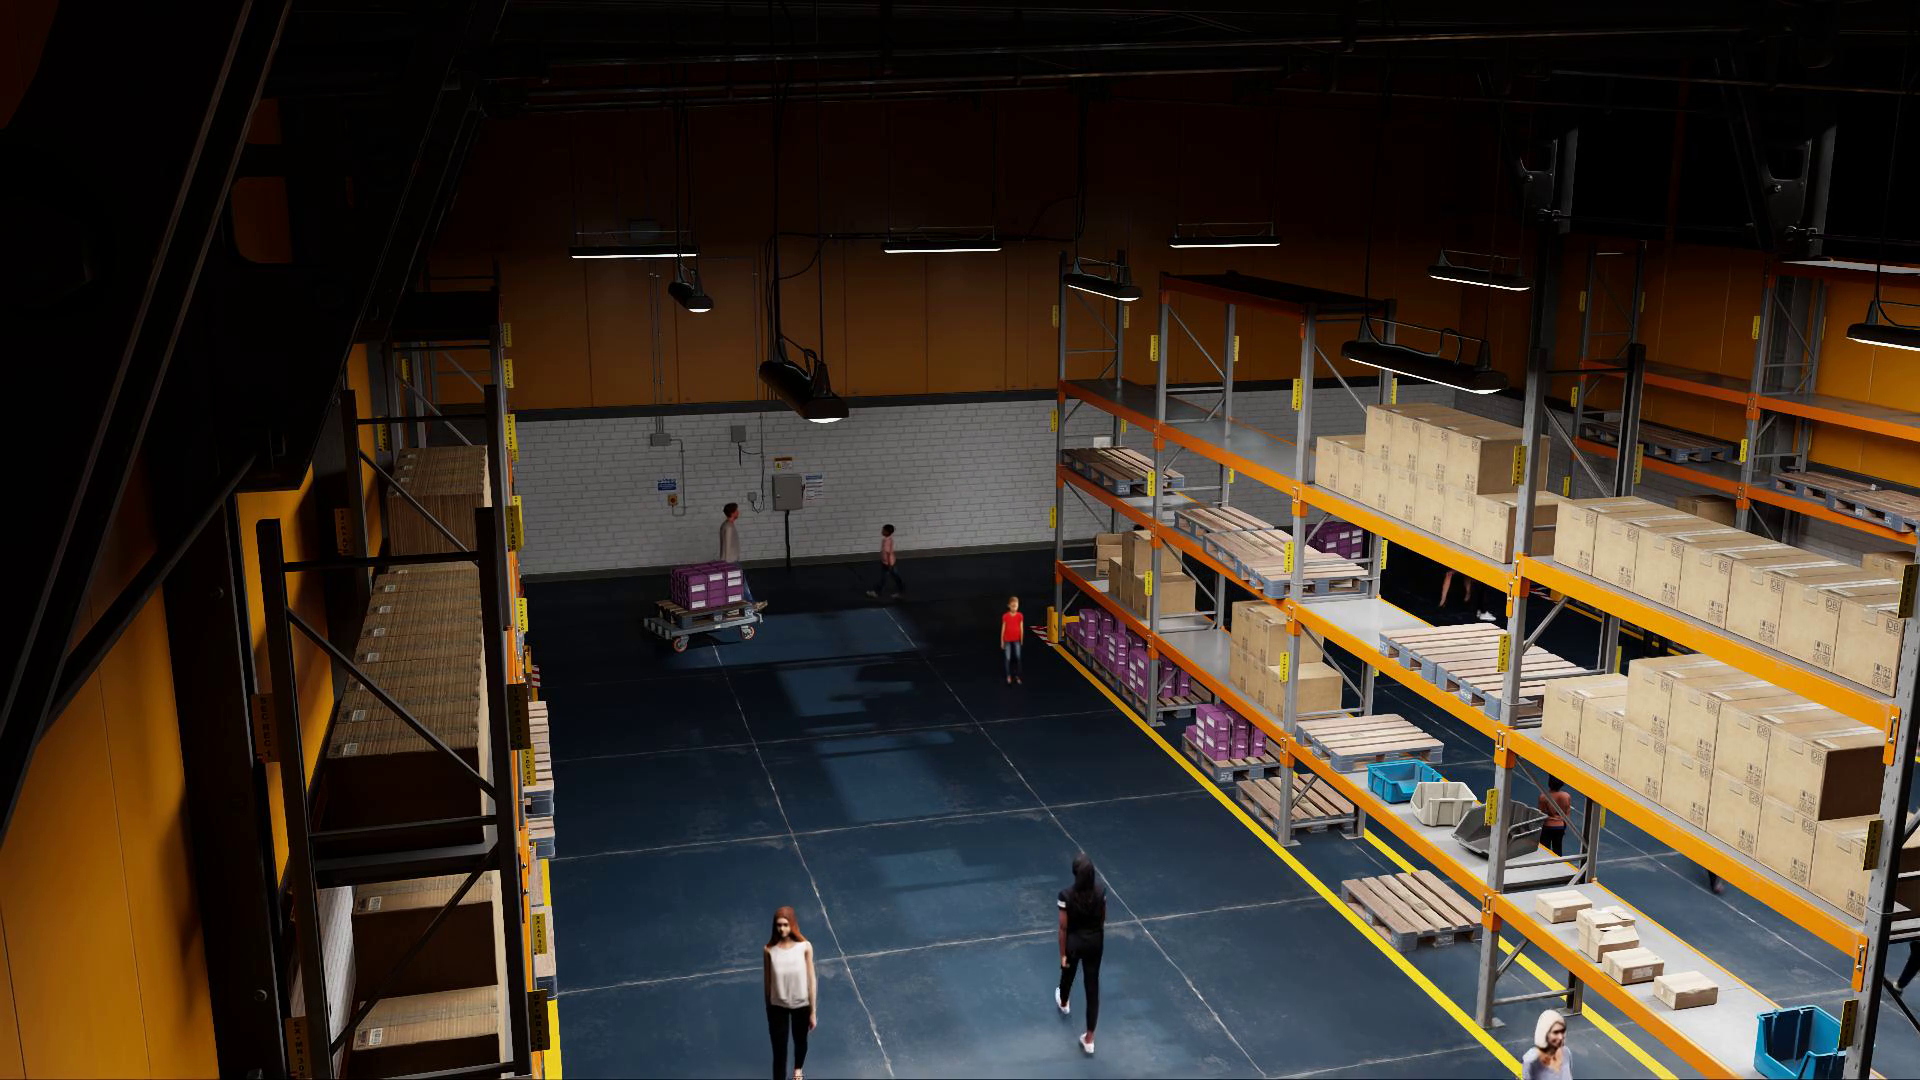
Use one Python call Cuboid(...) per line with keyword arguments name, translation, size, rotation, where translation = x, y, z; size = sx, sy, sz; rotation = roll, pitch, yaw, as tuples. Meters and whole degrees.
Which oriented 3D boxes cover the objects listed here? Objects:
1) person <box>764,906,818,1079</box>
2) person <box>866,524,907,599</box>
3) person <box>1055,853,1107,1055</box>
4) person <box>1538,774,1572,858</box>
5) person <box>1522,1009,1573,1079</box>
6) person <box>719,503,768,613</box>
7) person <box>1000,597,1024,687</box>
Cuboid(name="person", translation=(-1.354, 3.734, 13.430), size=(0.716, 1.680, 1.092), rotation=(-1, 14, -3))
Cuboid(name="person", translation=(-1.141, 0.380, 28.137), size=(0.790, 1.277, 0.885), rotation=(2, 14, 10))
Cuboid(name="person", translation=(1.078, 3.542, 14.205), size=(0.678, 1.687, 1.147), rotation=(-2, 14, -10))
Cuboid(name="person", translation=(6.185, 2.998, 17.372), size=(0.531, 1.255, 0.494), rotation=(-3, 14, -10))
Cuboid(name="person", translation=(4.097, 4.112, 11.833), size=(0.695, 1.695, 1.104), rotation=(-6, 15, -24))
Cuboid(name="person", translation=(-3.831, 0.357, 27.017), size=(0.758, 1.848, 1.178), rotation=(-4, 14, -18))
Cuboid(name="person", translation=(0.723, 1.418, 23.802), size=(0.526, 1.298, 0.562), rotation=(-1, 14, -5))
